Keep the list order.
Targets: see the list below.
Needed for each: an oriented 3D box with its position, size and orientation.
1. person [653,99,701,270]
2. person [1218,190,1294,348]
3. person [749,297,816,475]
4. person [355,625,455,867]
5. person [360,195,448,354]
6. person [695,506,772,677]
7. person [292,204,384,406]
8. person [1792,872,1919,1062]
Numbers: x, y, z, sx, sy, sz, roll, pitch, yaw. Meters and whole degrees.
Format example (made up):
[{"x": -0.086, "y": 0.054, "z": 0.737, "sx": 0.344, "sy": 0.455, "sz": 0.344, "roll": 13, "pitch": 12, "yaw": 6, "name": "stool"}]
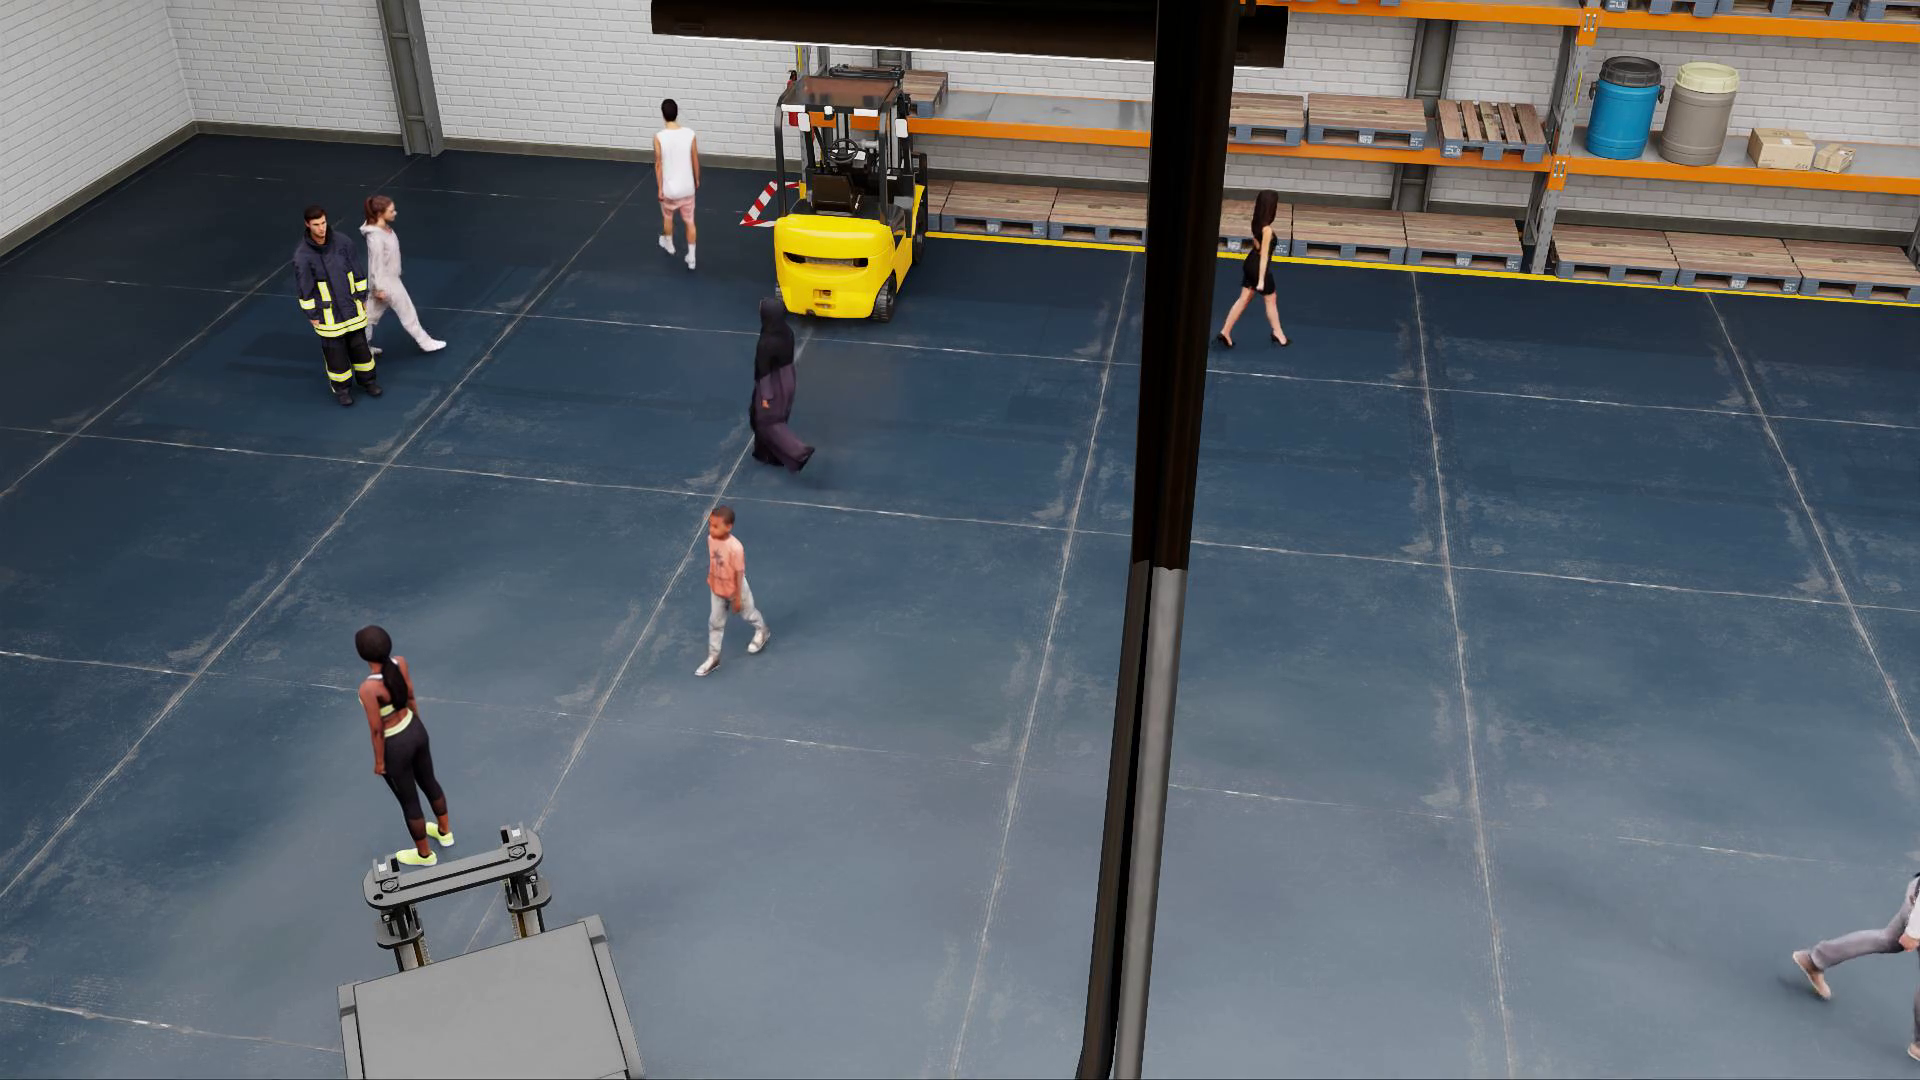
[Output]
[{"x": -2.941, "y": -3.688, "z": 17.452, "sx": 1.015, "sy": 1.760, "sz": 1.015, "roll": -14, "pitch": 36, "yaw": -20, "name": "person"}, {"x": 2.762, "y": -2.531, "z": 15.845, "sx": 1.060, "sy": 1.610, "sz": 0.839, "roll": -7, "pitch": 34, "yaw": -11, "name": "person"}, {"x": -1.496, "y": -1.281, "z": 13.973, "sx": 0.970, "sy": 1.601, "sz": 0.779, "roll": 17, "pitch": 37, "yaw": 24, "name": "person"}, {"x": -3.360, "y": 1.243, "z": 10.038, "sx": 0.573, "sy": 1.754, "sz": 0.607, "roll": 14, "pitch": 36, "yaw": 20, "name": "person"}, {"x": -5.513, "y": -2.439, "z": 15.682, "sx": 1.217, "sy": 1.638, "sz": 1.047, "roll": -12, "pitch": 35, "yaw": -18, "name": "person"}, {"x": -1.589, "y": 0.307, "z": 11.873, "sx": 0.917, "sy": 1.282, "sz": 0.814, "roll": 22, "pitch": 40, "yaw": 30, "name": "person"}, {"x": -5.625, "y": -2.143, "z": 14.977, "sx": 0.875, "sy": 1.926, "sz": 0.907, "roll": -26, "pitch": 41, "yaw": -33, "name": "person"}, {"x": 5.095, "y": 1.932, "z": 8.870, "sx": 1.328, "sy": 1.900, "sz": 1.082, "roll": 24, "pitch": 41, "yaw": 32, "name": "person"}]
